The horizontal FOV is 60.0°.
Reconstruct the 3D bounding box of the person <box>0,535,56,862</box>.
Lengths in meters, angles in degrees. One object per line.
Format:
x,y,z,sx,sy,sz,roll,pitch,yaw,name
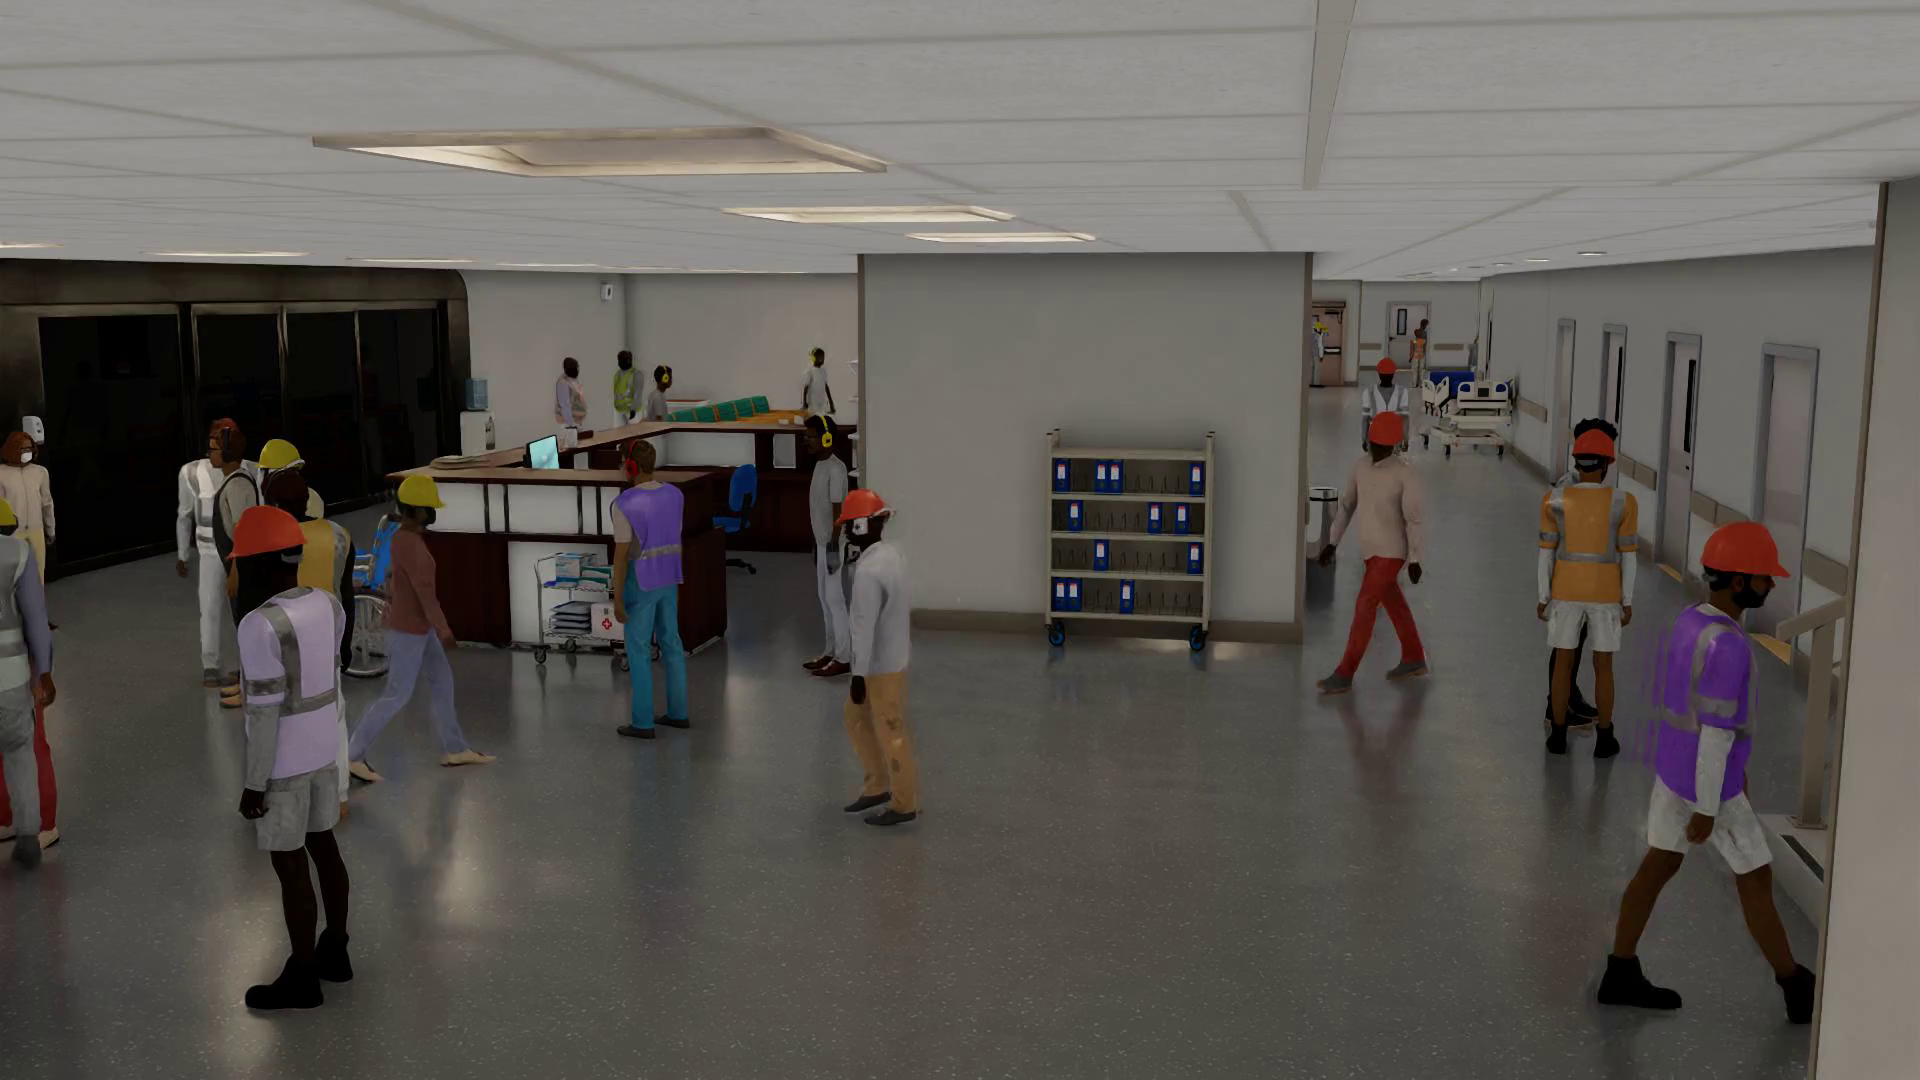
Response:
-4.571,0.619,7.716,0.646,1.927,0.565,-5,10,-29,person

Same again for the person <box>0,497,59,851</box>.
-4.650,0.649,8.070,0.527,1.772,0.305,3,9,19,person

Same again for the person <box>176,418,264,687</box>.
-5.067,0.085,11.500,0.659,1.869,0.385,-2,9,-12,person

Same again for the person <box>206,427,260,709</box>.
-4.752,0.178,10.936,0.344,1.847,0.504,-3,9,-20,person

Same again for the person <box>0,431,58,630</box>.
-7.447,-0.054,13.233,0.285,1.627,0.504,5,10,29,person

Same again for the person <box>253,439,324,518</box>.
-4.119,0.293,10.227,0.404,1.829,0.600,0,9,2,person

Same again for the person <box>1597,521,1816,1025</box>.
2.899,0.872,6.197,0.963,1.891,0.550,1,9,3,person

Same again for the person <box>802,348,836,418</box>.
-2.266,-2.165,26.650,1.004,1.813,0.530,4,9,25,person

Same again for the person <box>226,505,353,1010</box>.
-2.575,0.824,6.366,0.362,1.934,0.543,1,9,10,person

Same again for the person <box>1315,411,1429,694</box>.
2.889,0.073,11.387,1.004,1.931,0.635,-3,9,-21,person

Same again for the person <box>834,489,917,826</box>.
-0.445,0.606,8.511,0.534,1.718,0.654,1,9,6,person

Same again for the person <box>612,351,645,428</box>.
-5.130,-1.977,25.392,0.643,1.805,0.816,6,10,35,person

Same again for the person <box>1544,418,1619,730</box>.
3.878,0.207,10.410,0.389,1.953,0.612,6,10,33,person

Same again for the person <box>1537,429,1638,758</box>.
3.679,0.313,9.779,0.543,1.927,0.384,4,10,26,person

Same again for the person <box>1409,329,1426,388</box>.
12.770,-5.068,46.434,0.514,1.641,0.308,-4,9,-22,person

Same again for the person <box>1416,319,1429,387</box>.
12.952,-5.240,46.652,0.391,1.928,0.636,2,9,14,person

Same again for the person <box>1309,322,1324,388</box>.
9.952,-5.155,46.376,0.404,1.831,0.601,-3,9,-21,person

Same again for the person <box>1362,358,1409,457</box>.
5.177,-1.247,20.200,0.546,1.914,0.722,1,9,5,person

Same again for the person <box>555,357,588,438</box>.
-5.400,-1.643,23.190,0.434,1.809,0.723,0,9,3,person

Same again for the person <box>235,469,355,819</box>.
-3.378,0.557,8.450,0.429,1.840,0.637,7,11,37,person

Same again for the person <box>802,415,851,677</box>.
-0.949,0.039,11.829,0.328,1.862,0.509,-3,9,-19,person

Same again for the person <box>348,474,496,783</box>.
-3.096,0.491,9.300,0.848,1.724,0.526,-3,9,-20,person

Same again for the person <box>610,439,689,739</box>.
-1.893,0.300,10.185,0.382,1.836,0.566,6,11,36,person
